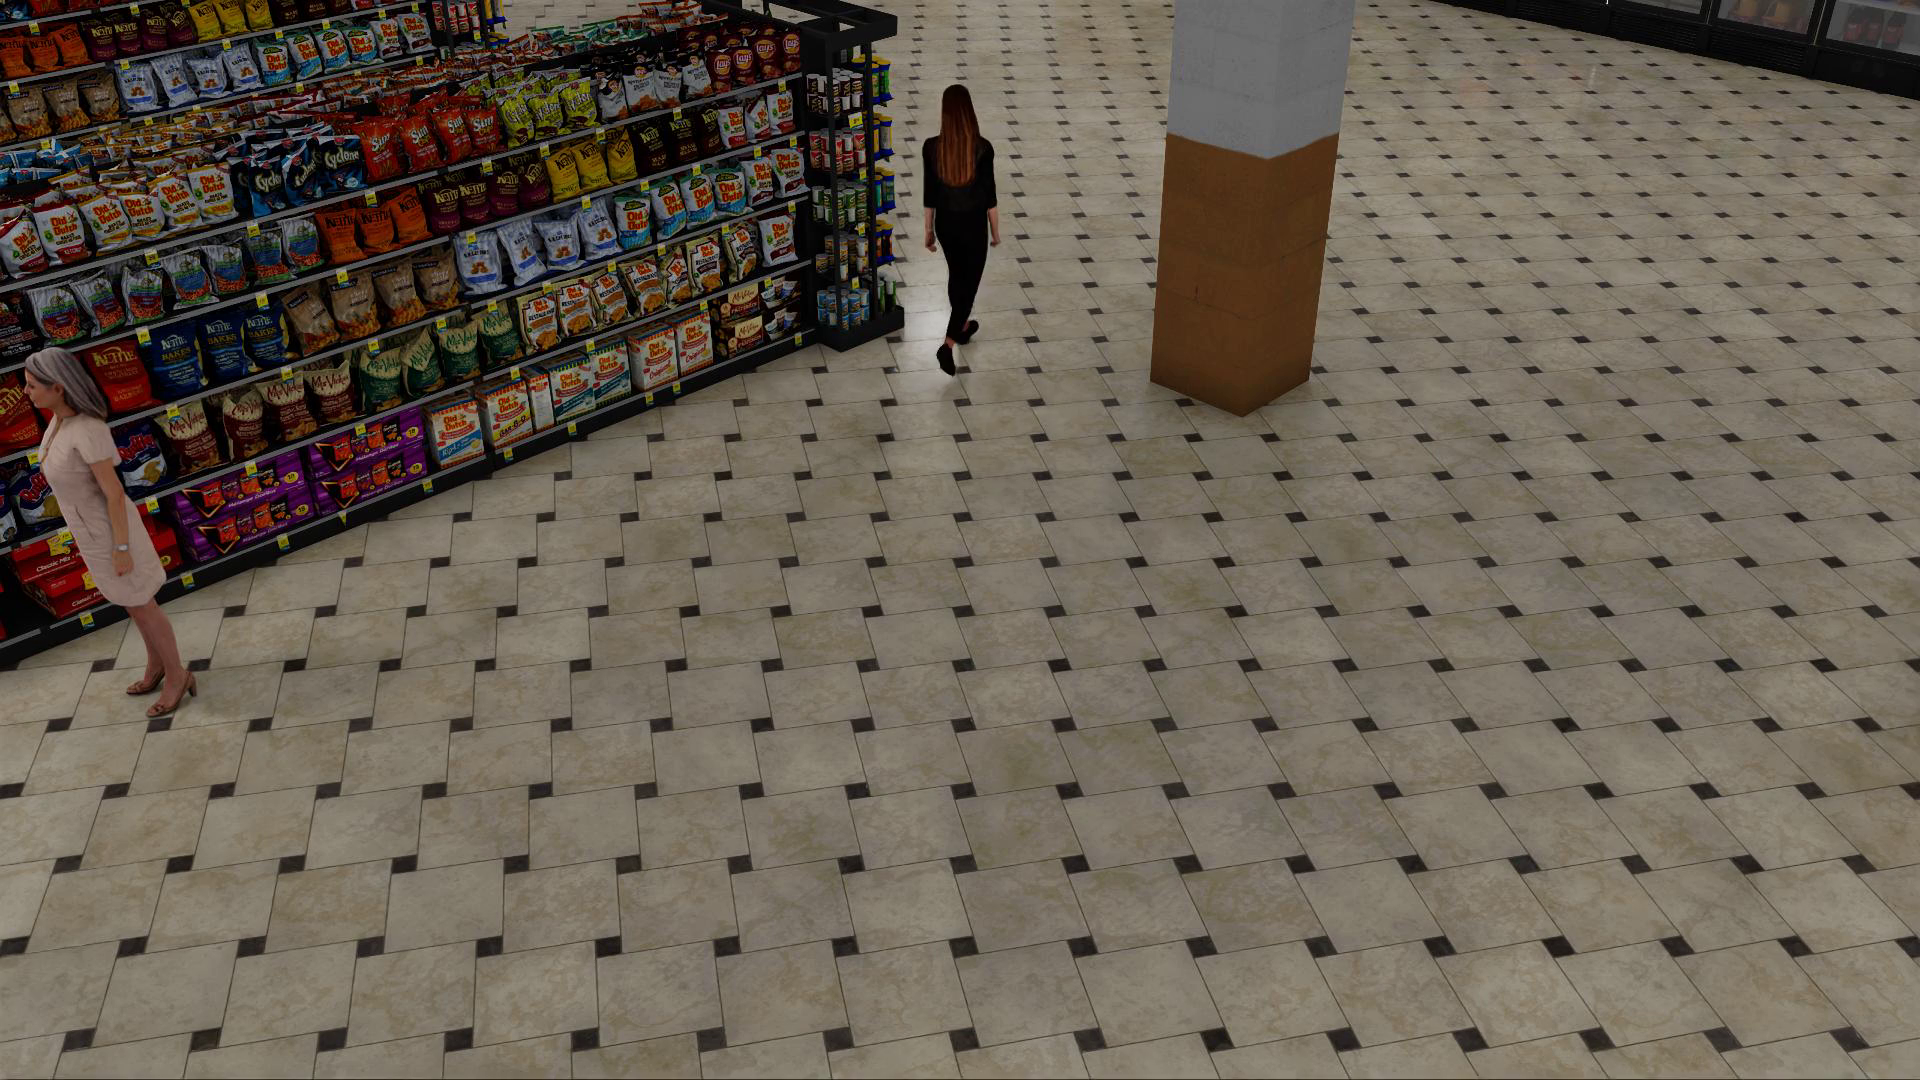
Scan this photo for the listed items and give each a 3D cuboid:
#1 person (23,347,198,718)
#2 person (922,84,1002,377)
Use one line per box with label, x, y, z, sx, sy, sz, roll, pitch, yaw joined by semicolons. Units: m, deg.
person;-3.578;-0.020;7.010;0.555;1.735;0.603;-25;40;-34
person;-0.016;-1.823;9.956;0.911;1.685;1.202;11;34;18
